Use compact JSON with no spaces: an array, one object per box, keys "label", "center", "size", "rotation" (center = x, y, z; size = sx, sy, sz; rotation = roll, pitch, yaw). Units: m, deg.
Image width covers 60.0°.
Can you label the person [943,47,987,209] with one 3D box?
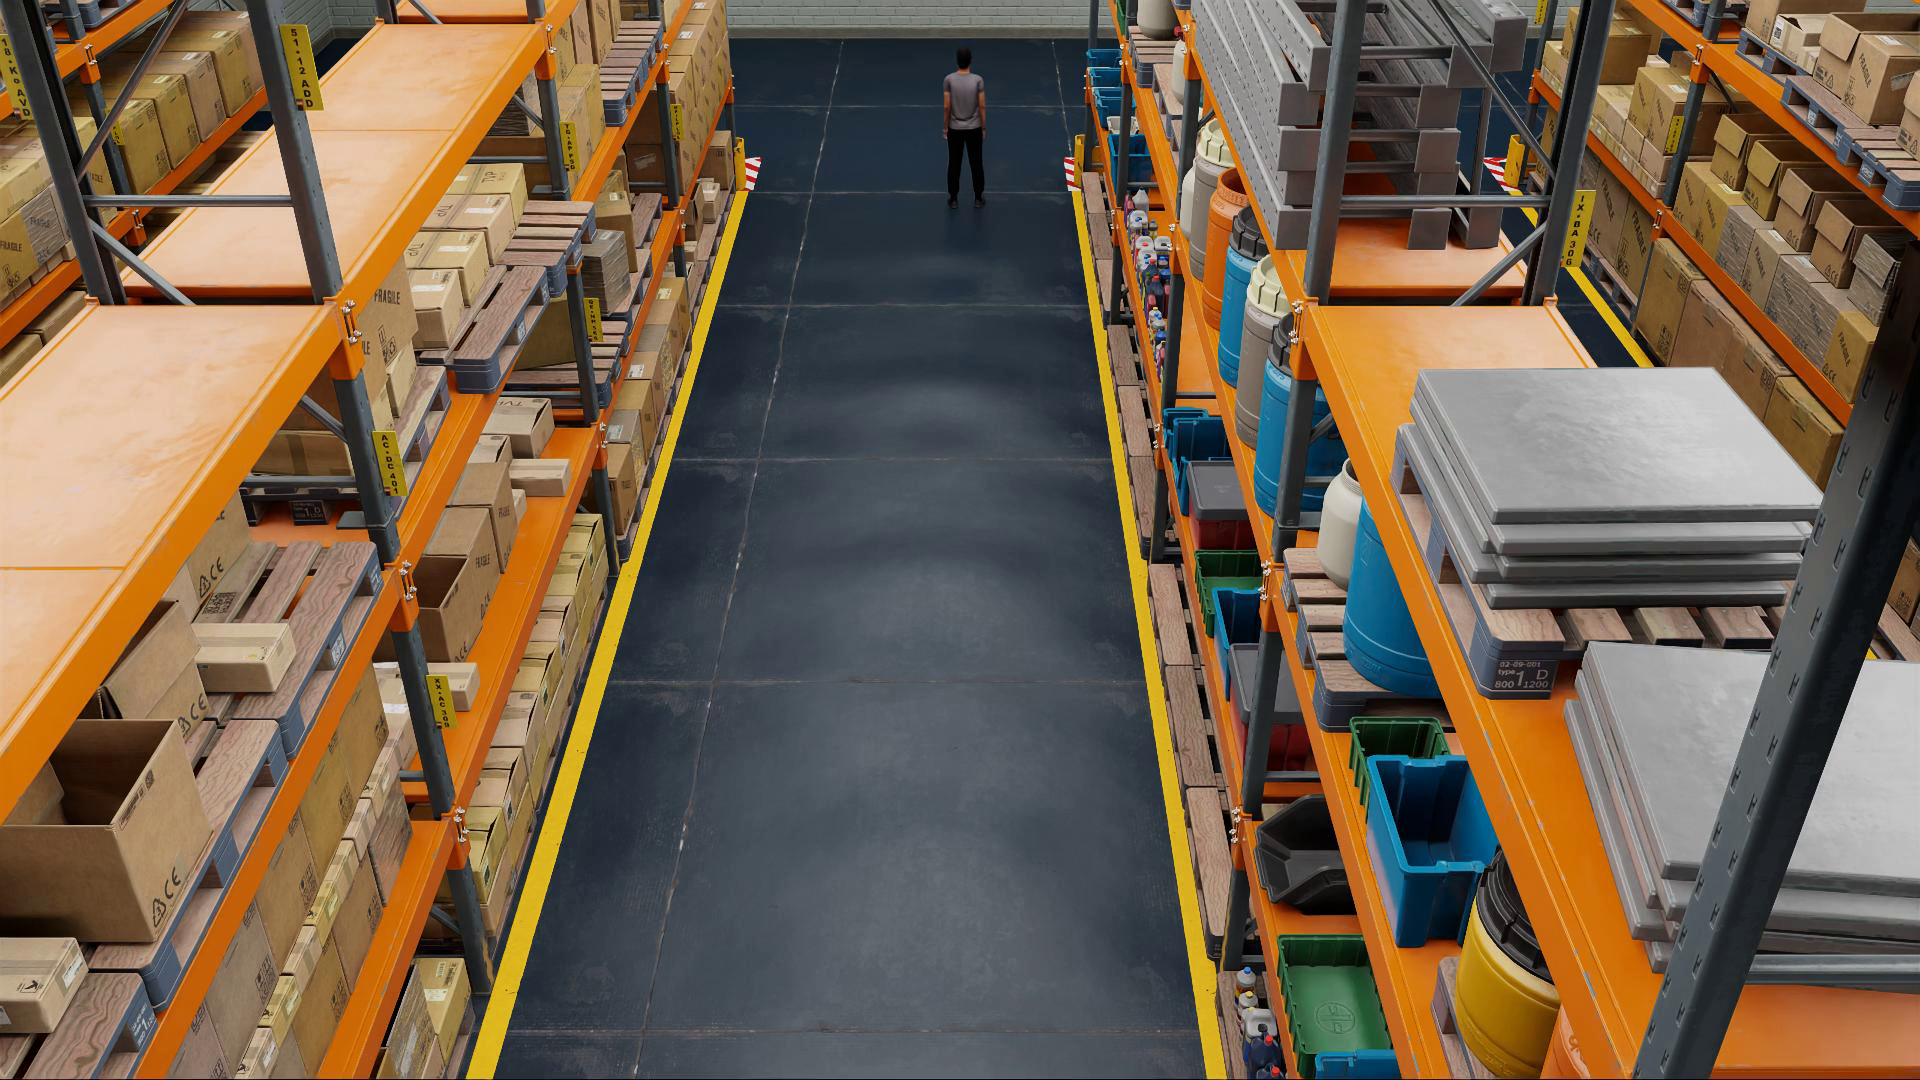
[{"label":"person","center":[0.053,-4.473,18.056],"size":[0.617,1.755,0.535],"rotation":[1,33,1]}]
